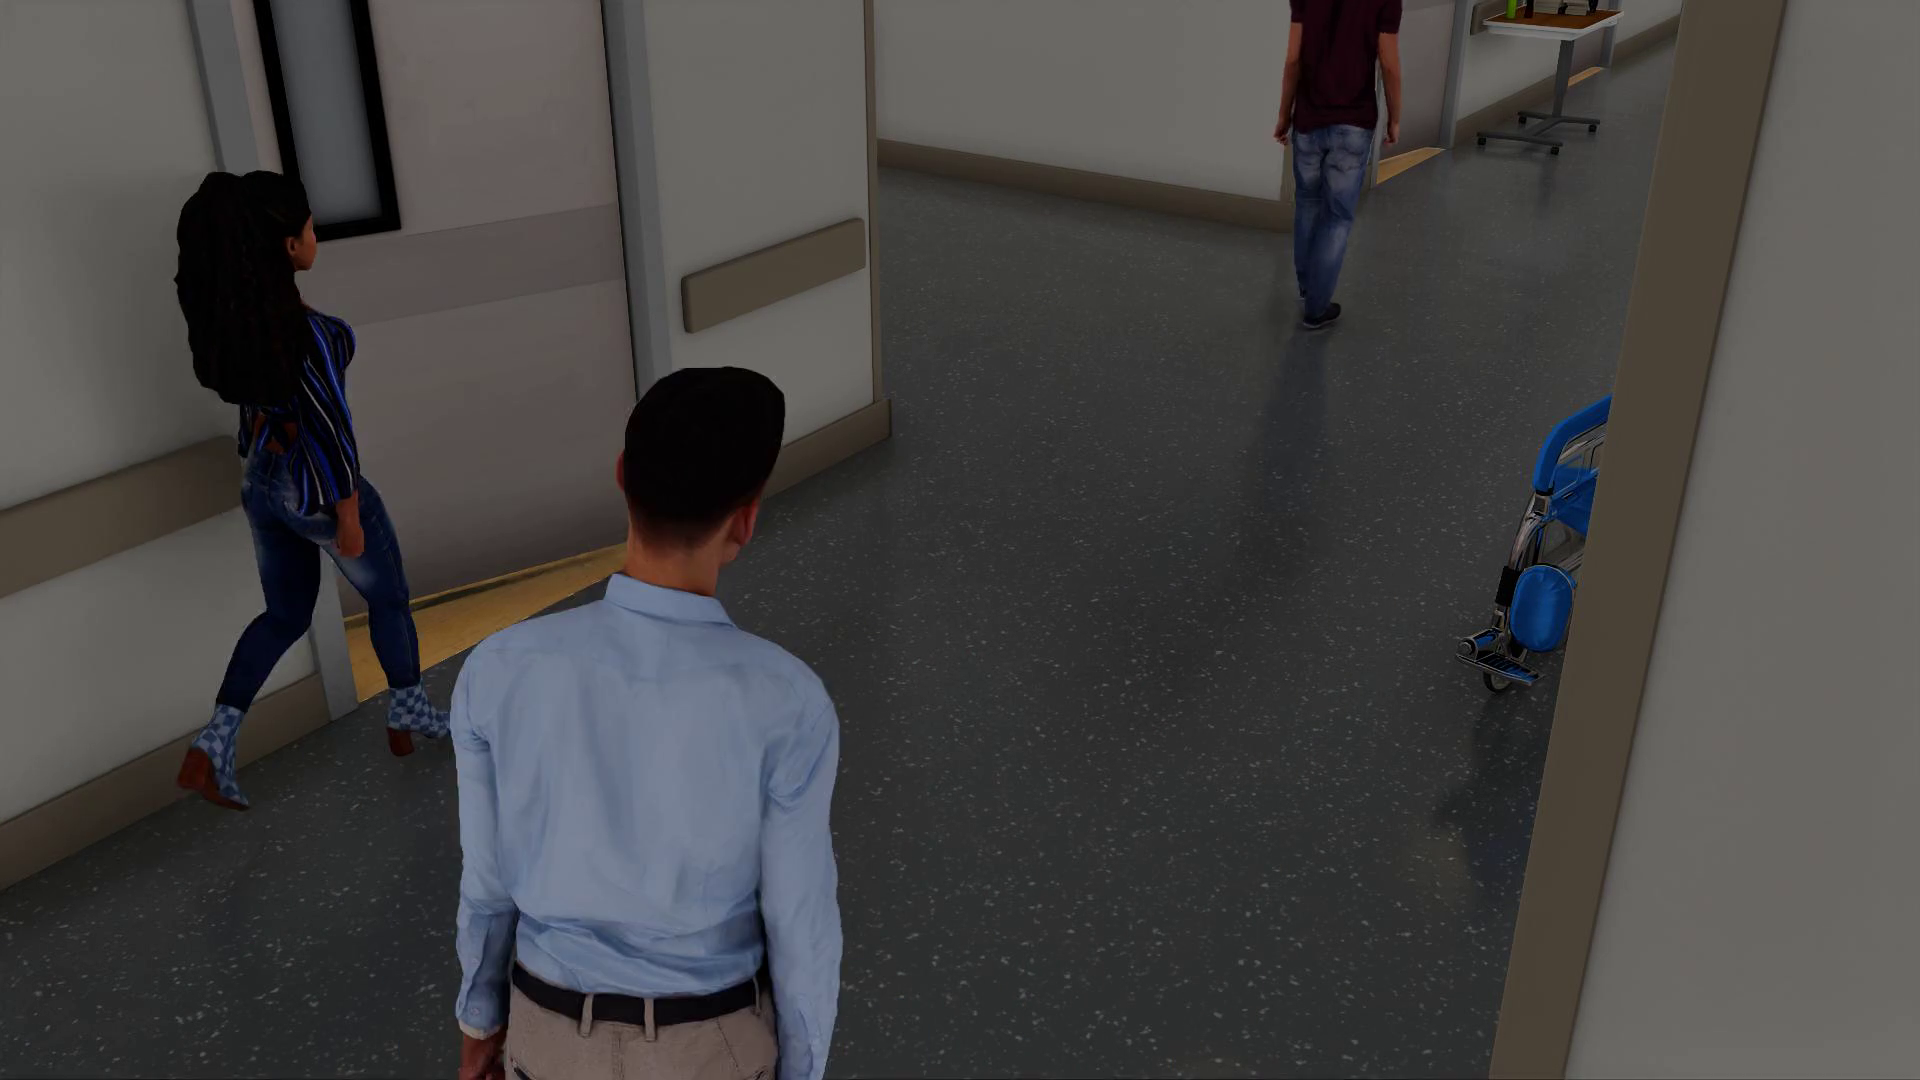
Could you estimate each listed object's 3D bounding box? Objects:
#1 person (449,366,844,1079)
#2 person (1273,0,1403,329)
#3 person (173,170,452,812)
[{"bbox_3d":[-0.412,0.704,2.136,0.989,1.813,1.100,-2,26,-4],"label":"person"},{"bbox_3d":[1.637,-1.849,7.407,0.699,1.834,0.793,15,29,28],"label":"person"},{"bbox_3d":[-1.627,-0.066,3.984,0.599,1.596,0.981,16,30,30],"label":"person"}]
